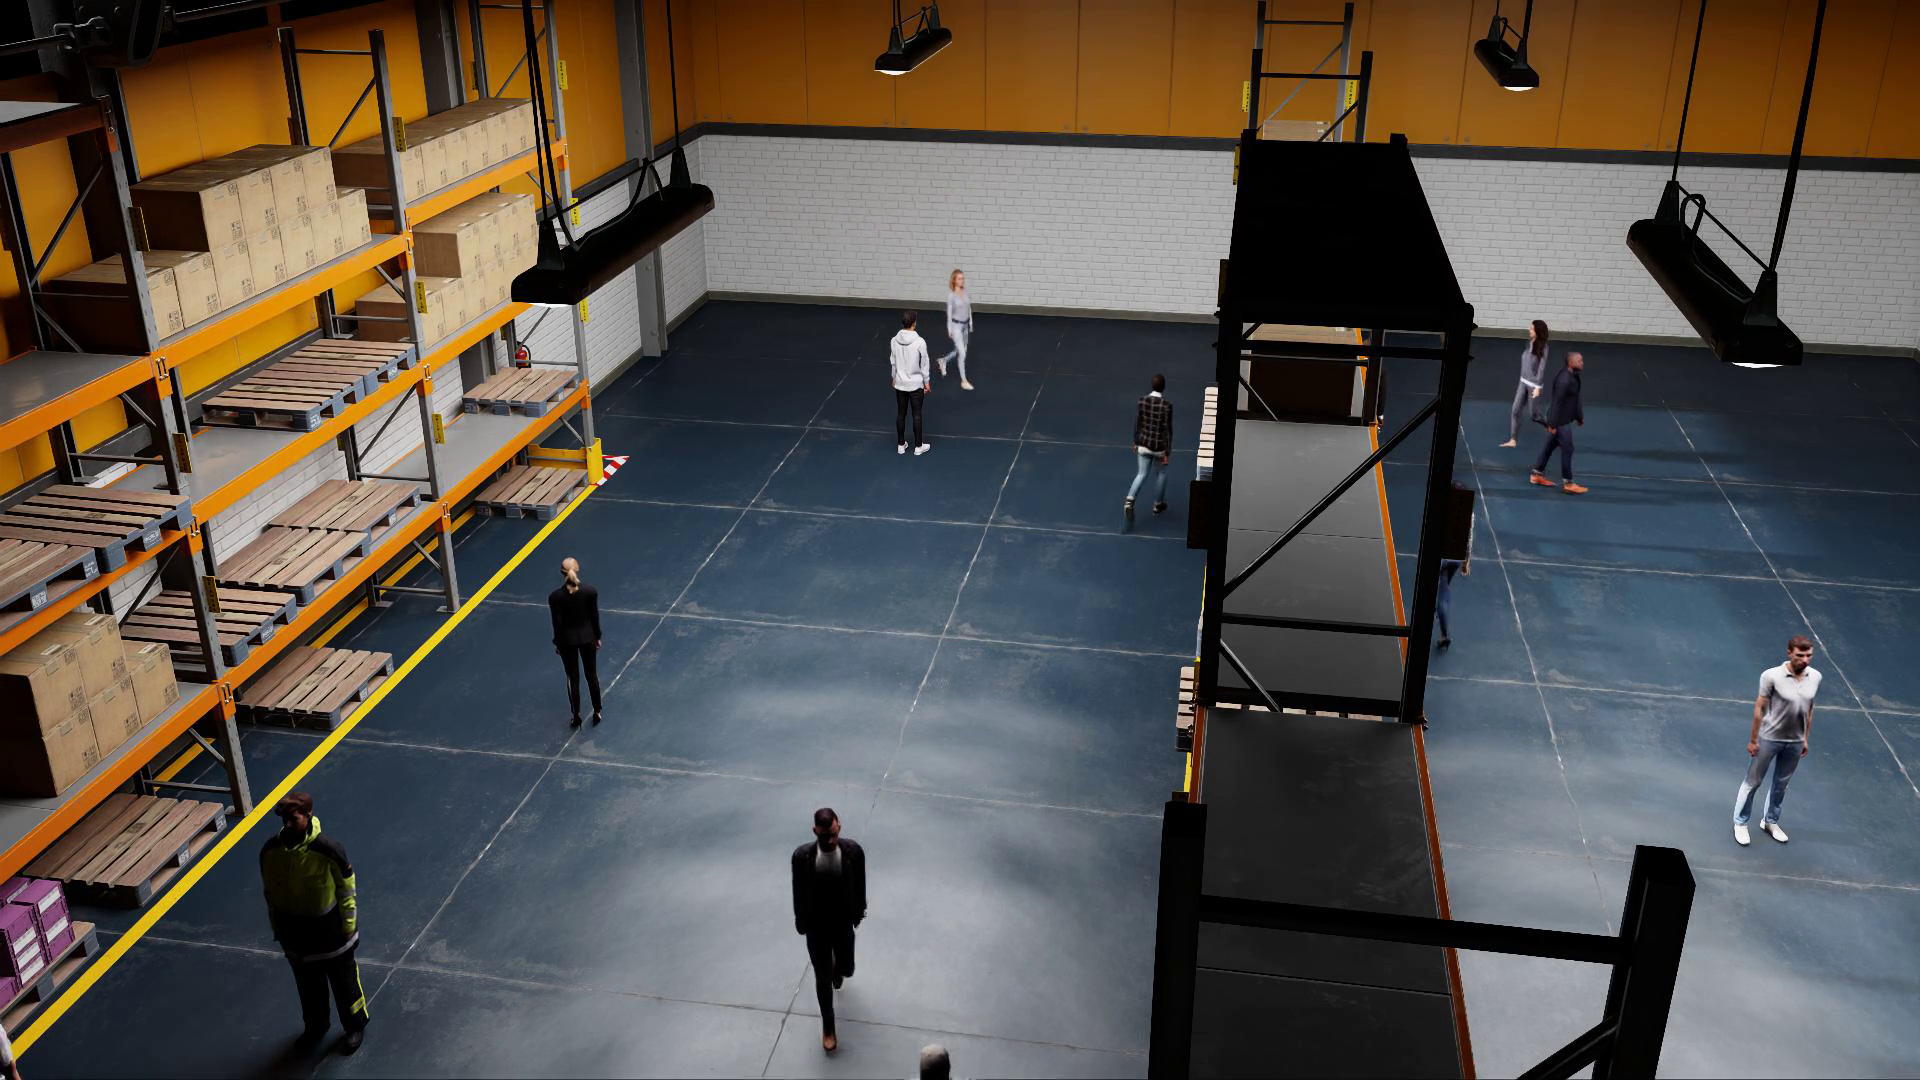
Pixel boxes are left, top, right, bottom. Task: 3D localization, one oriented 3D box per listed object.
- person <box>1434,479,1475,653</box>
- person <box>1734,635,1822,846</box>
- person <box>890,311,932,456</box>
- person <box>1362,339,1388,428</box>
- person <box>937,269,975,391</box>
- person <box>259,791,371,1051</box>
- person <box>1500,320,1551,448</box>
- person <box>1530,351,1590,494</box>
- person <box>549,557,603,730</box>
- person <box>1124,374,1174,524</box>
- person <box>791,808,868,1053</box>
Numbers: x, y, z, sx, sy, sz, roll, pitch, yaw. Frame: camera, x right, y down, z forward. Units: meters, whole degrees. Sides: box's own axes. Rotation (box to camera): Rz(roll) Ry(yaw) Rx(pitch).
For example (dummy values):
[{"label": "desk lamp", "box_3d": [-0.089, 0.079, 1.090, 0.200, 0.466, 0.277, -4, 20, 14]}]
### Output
[{"label": "person", "box_3d": [4.916, 0.287, 16.711, 0.805, 1.765, 1.083, -4, 24, -8]}, {"label": "person", "box_3d": [6.687, 1.611, 13.575, 0.702, 1.851, 0.627, -2, 24, -4]}, {"label": "person", "box_3d": [-0.670, -2.079, 21.921, 0.711, 1.928, 0.612, 8, 25, 17]}, {"label": "person", "box_3d": [5.031, -1.598, 20.849, 0.716, 1.904, 0.589, 3, 24, 6]}, {"label": "person", "box_3d": [-0.055, -3.119, 24.489, 1.049, 1.776, 1.056, -19, 30, -36]}, {"label": "person", "box_3d": [-4.357, 2.559, 11.242, 0.798, 1.983, 0.684, 1, 24, 2]}, {"label": "person", "box_3d": [7.659, -2.051, 22.082, 1.012, 1.746, 1.046, -9, 25, -20]}, {"label": "person", "box_3d": [7.418, -1.497, 20.762, 0.967, 1.789, 1.024, 13, 27, 27]}, {"label": "person", "box_3d": [-3.507, 0.950, 15.266, 0.695, 1.707, 0.719, -10, 26, -22]}, {"label": "person", "box_3d": [2.250, -1.066, 19.764, 0.959, 1.798, 1.210, 14, 27, 29]}, {"label": "person", "box_3d": [-0.901, 2.571, 11.423, 0.842, 1.815, 1.044, -3, 24, -7]}]
